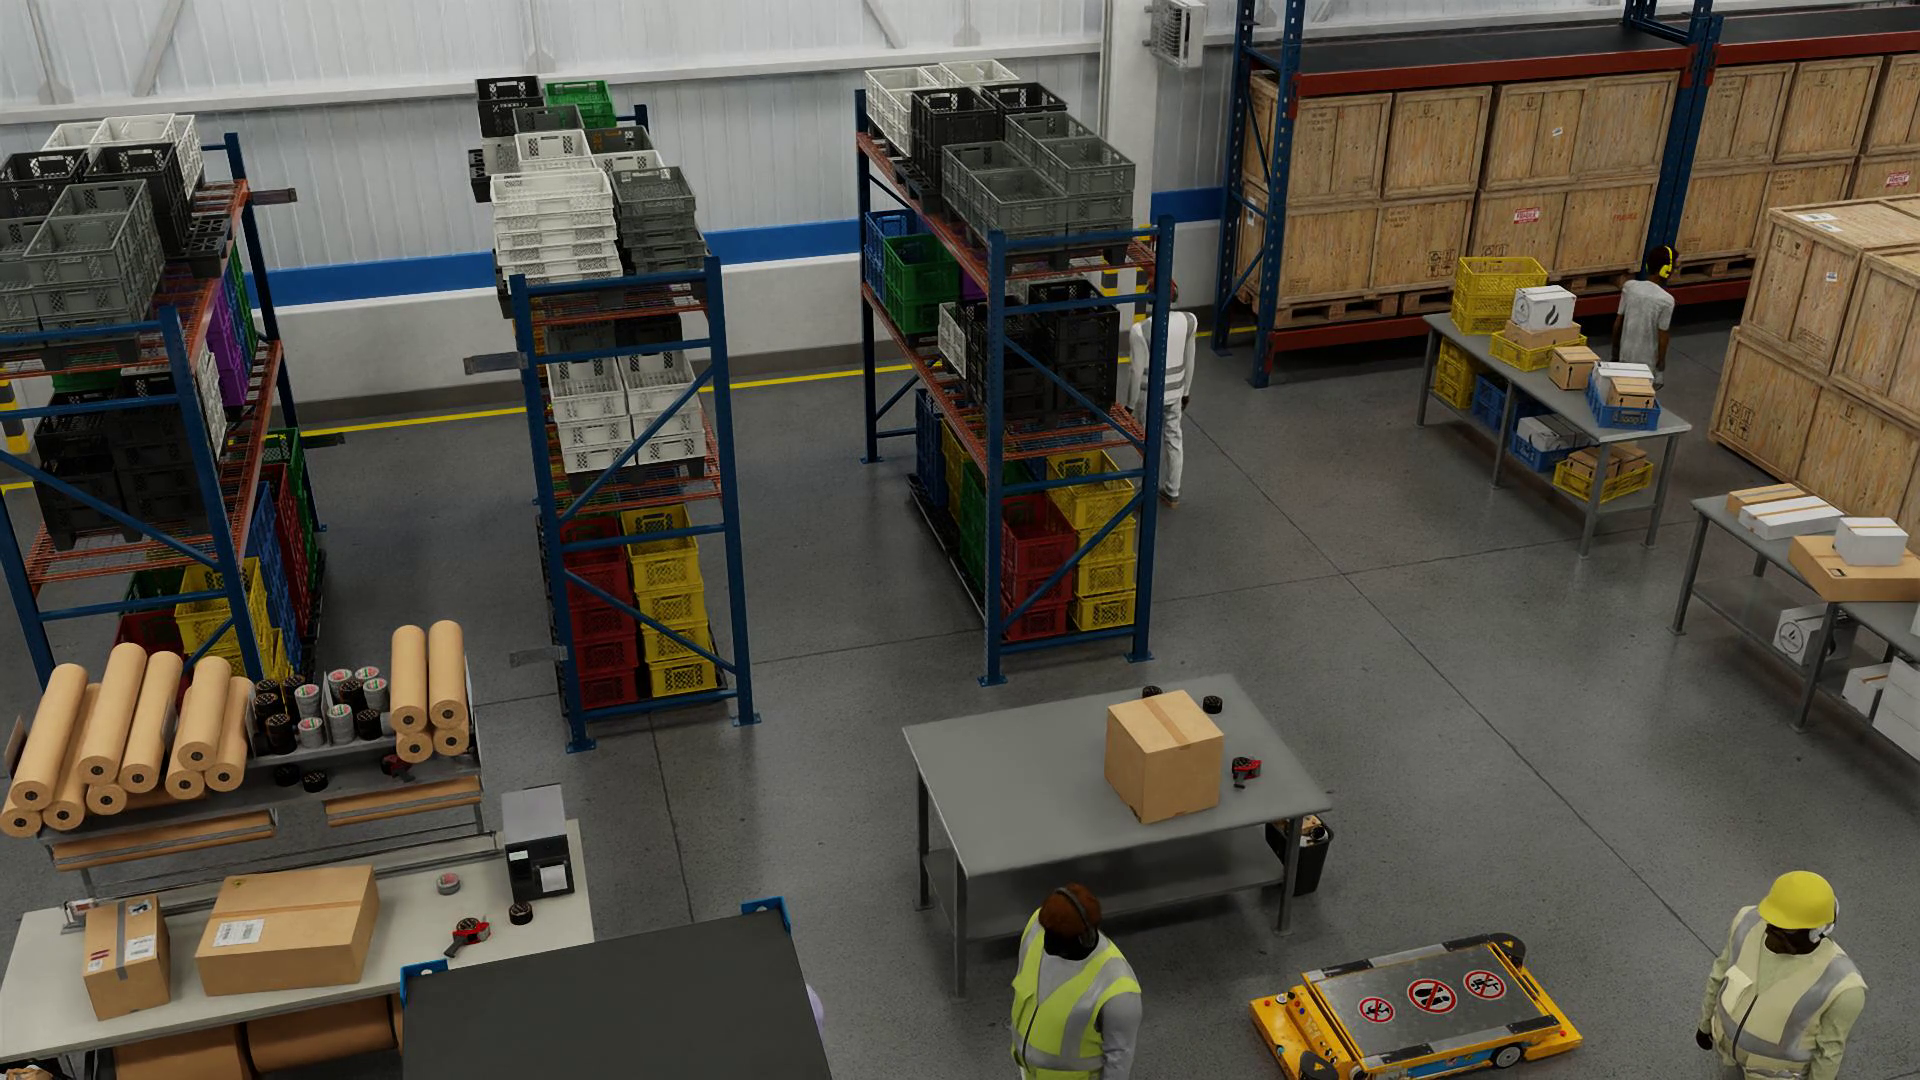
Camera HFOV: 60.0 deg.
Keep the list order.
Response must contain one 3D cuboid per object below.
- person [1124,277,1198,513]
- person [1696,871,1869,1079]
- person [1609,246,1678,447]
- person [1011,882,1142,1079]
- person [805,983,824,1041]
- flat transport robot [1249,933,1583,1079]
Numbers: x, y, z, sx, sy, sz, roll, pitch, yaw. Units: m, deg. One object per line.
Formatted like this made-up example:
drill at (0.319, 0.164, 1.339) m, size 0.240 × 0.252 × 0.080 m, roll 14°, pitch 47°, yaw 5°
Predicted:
person at (1.482, -1.081, 12.445) m, size 0.575 × 1.878 × 0.359 m, roll -14°, pitch 32°, yaw -24°
person at (3.250, 2.077, 6.756) m, size 0.403 × 1.826 × 0.596 m, roll -14°, pitch 32°, yaw -23°
person at (5.325, -1.403, 13.051) m, size 0.331 × 1.860 × 0.519 m, roll -15°, pitch 32°, yaw -25°
person at (0.417, 2.113, 6.673) m, size 0.429 × 1.841 × 0.625 m, roll -20°, pitch 35°, yaw -32°
person at (-0.791, 2.258, 6.325) m, size 0.624 × 1.931 × 0.374 m, roll -19°, pitch 34°, yaw -31°
flat transport robot at (2.184, 2.282, 7.980) m, size 1.431 × 0.197 × 0.652 m, roll -8°, pitch 30°, yaw -14°
